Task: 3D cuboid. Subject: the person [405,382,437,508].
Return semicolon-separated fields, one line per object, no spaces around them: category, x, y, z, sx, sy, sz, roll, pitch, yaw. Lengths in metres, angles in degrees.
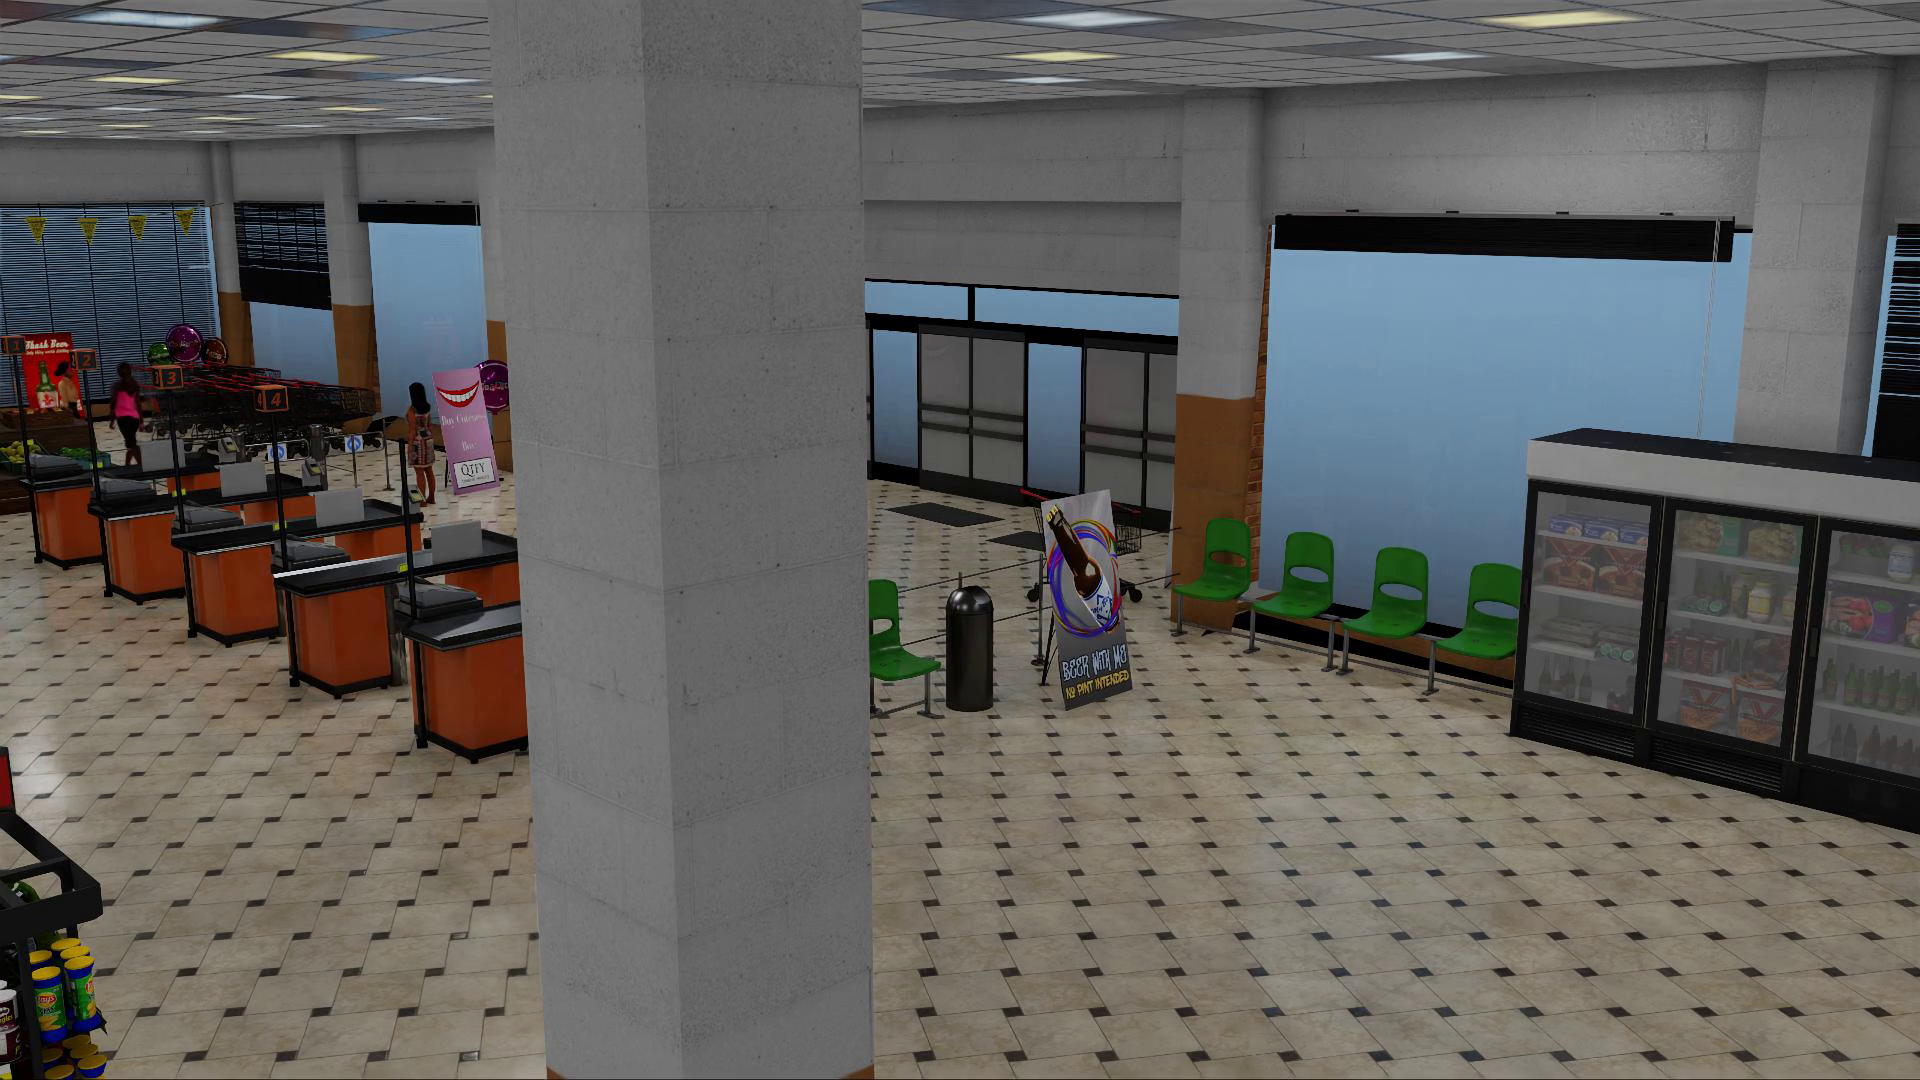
person;-7.130;-1.271;21.996;0.784;1.645;0.641;4;12;17

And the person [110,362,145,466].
person;-11.851;-1.658;23.774;0.751;1.669;1.144;9;15;35

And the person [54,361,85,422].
person;-13.219;-1.787;24.514;1.075;1.617;0.971;-1;12;-4
